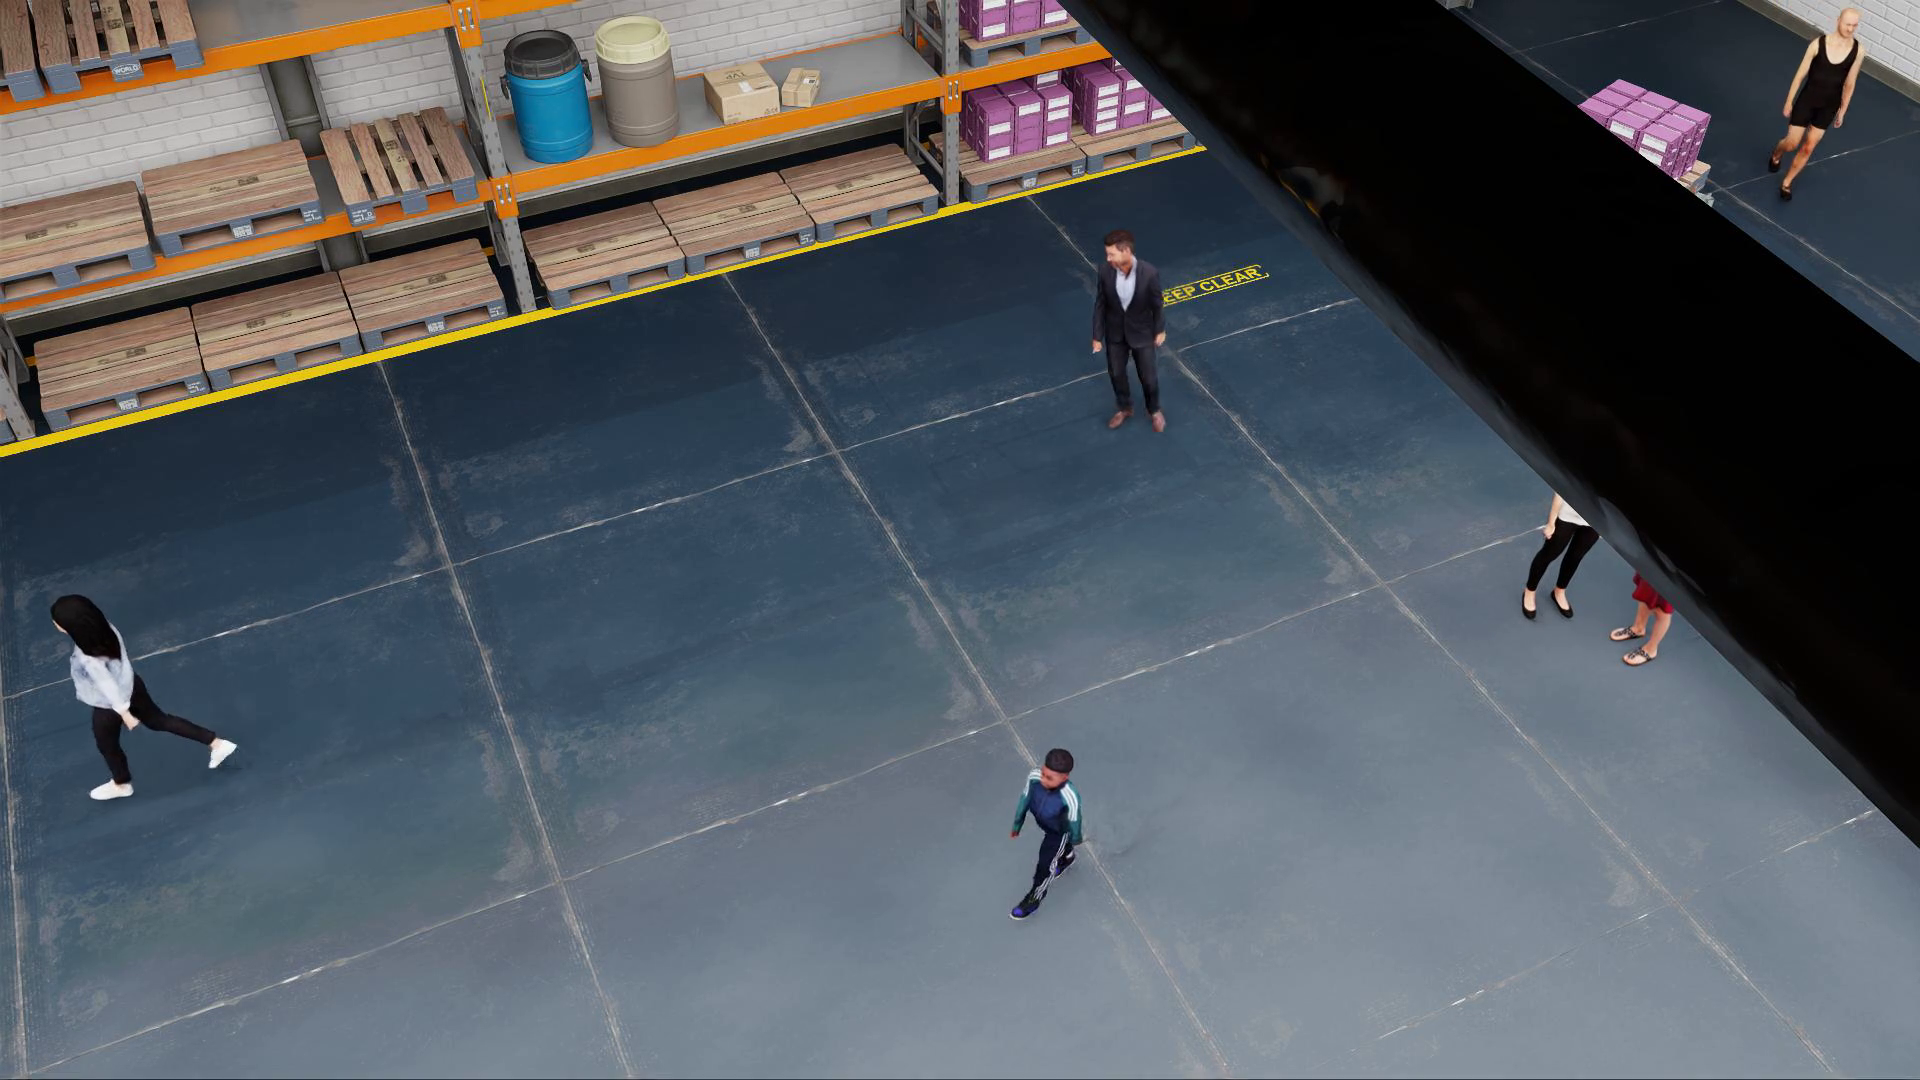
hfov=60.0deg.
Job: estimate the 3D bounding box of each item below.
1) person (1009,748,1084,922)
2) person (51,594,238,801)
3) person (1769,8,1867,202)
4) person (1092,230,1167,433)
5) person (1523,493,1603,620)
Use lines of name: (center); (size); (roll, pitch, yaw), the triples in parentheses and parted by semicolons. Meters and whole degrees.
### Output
person: (0.588, 1.602, 9.632); (0.901, 1.228, 0.658); (-31, 52, -28)
person: (-4.969, 0.930, 10.013); (1.184, 1.677, 0.767); (-8, 44, -9)
person: (7.758, -3.986, 15.082); (0.890, 1.802, 0.935); (7, 44, 7)
person: (1.315, -1.578, 12.536); (0.860, 1.826, 0.932); (2, 44, 2)
person: (4.136, -0.162, 11.128); (0.568, 1.720, 0.710); (-2, 44, -2)
